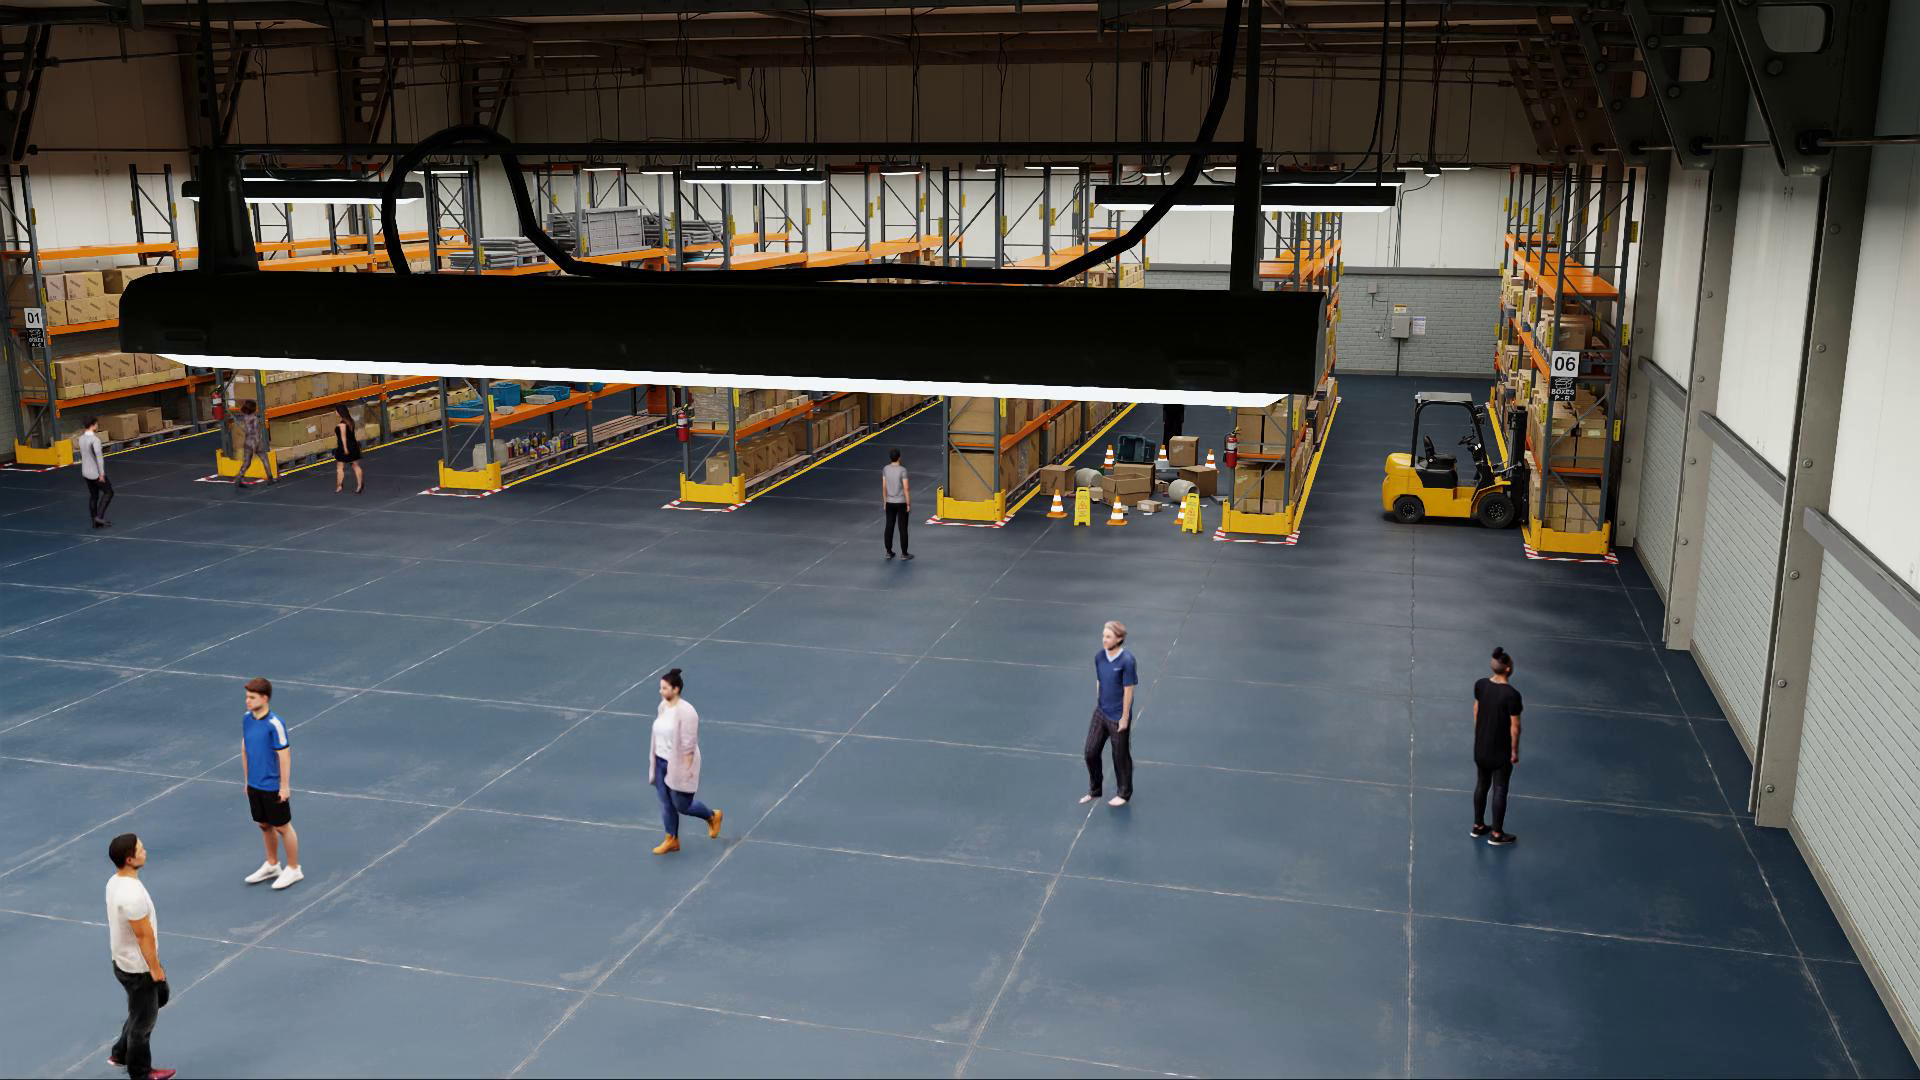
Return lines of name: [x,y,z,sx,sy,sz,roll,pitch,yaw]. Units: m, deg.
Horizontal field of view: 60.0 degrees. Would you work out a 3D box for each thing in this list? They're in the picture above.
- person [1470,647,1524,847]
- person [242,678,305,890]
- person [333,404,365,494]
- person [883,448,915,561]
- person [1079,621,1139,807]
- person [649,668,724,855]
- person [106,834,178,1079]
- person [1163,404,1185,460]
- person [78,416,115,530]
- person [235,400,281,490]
person: [4.918,1.860,15.278,0.805,1.863,0.743,-7,15,-28]
person: [-5.952,2.076,14.339,0.698,1.865,0.657,7,15,26]
person: [-11.282,-1.679,30.933,0.741,1.695,0.749,2,13,9]
person: [-0.994,-0.578,26.046,0.660,1.755,0.614,7,15,26]
person: [1.553,1.675,16.095,0.829,1.855,0.888,12,17,41]
person: [-2.481,1.995,14.997,1.044,1.727,0.938,-11,17,-40]
person: [-5.615,2.853,11.147,0.860,1.794,0.806,-9,16,-34]
person: [4.446,-2.483,34.586,0.624,1.614,0.611,5,14,21]
person: [-14.698,-1.124,28.064,0.791,1.908,0.732,7,15,29]
person: [-13.394,-1.756,31.323,0.817,1.669,1.213,8,15,30]
